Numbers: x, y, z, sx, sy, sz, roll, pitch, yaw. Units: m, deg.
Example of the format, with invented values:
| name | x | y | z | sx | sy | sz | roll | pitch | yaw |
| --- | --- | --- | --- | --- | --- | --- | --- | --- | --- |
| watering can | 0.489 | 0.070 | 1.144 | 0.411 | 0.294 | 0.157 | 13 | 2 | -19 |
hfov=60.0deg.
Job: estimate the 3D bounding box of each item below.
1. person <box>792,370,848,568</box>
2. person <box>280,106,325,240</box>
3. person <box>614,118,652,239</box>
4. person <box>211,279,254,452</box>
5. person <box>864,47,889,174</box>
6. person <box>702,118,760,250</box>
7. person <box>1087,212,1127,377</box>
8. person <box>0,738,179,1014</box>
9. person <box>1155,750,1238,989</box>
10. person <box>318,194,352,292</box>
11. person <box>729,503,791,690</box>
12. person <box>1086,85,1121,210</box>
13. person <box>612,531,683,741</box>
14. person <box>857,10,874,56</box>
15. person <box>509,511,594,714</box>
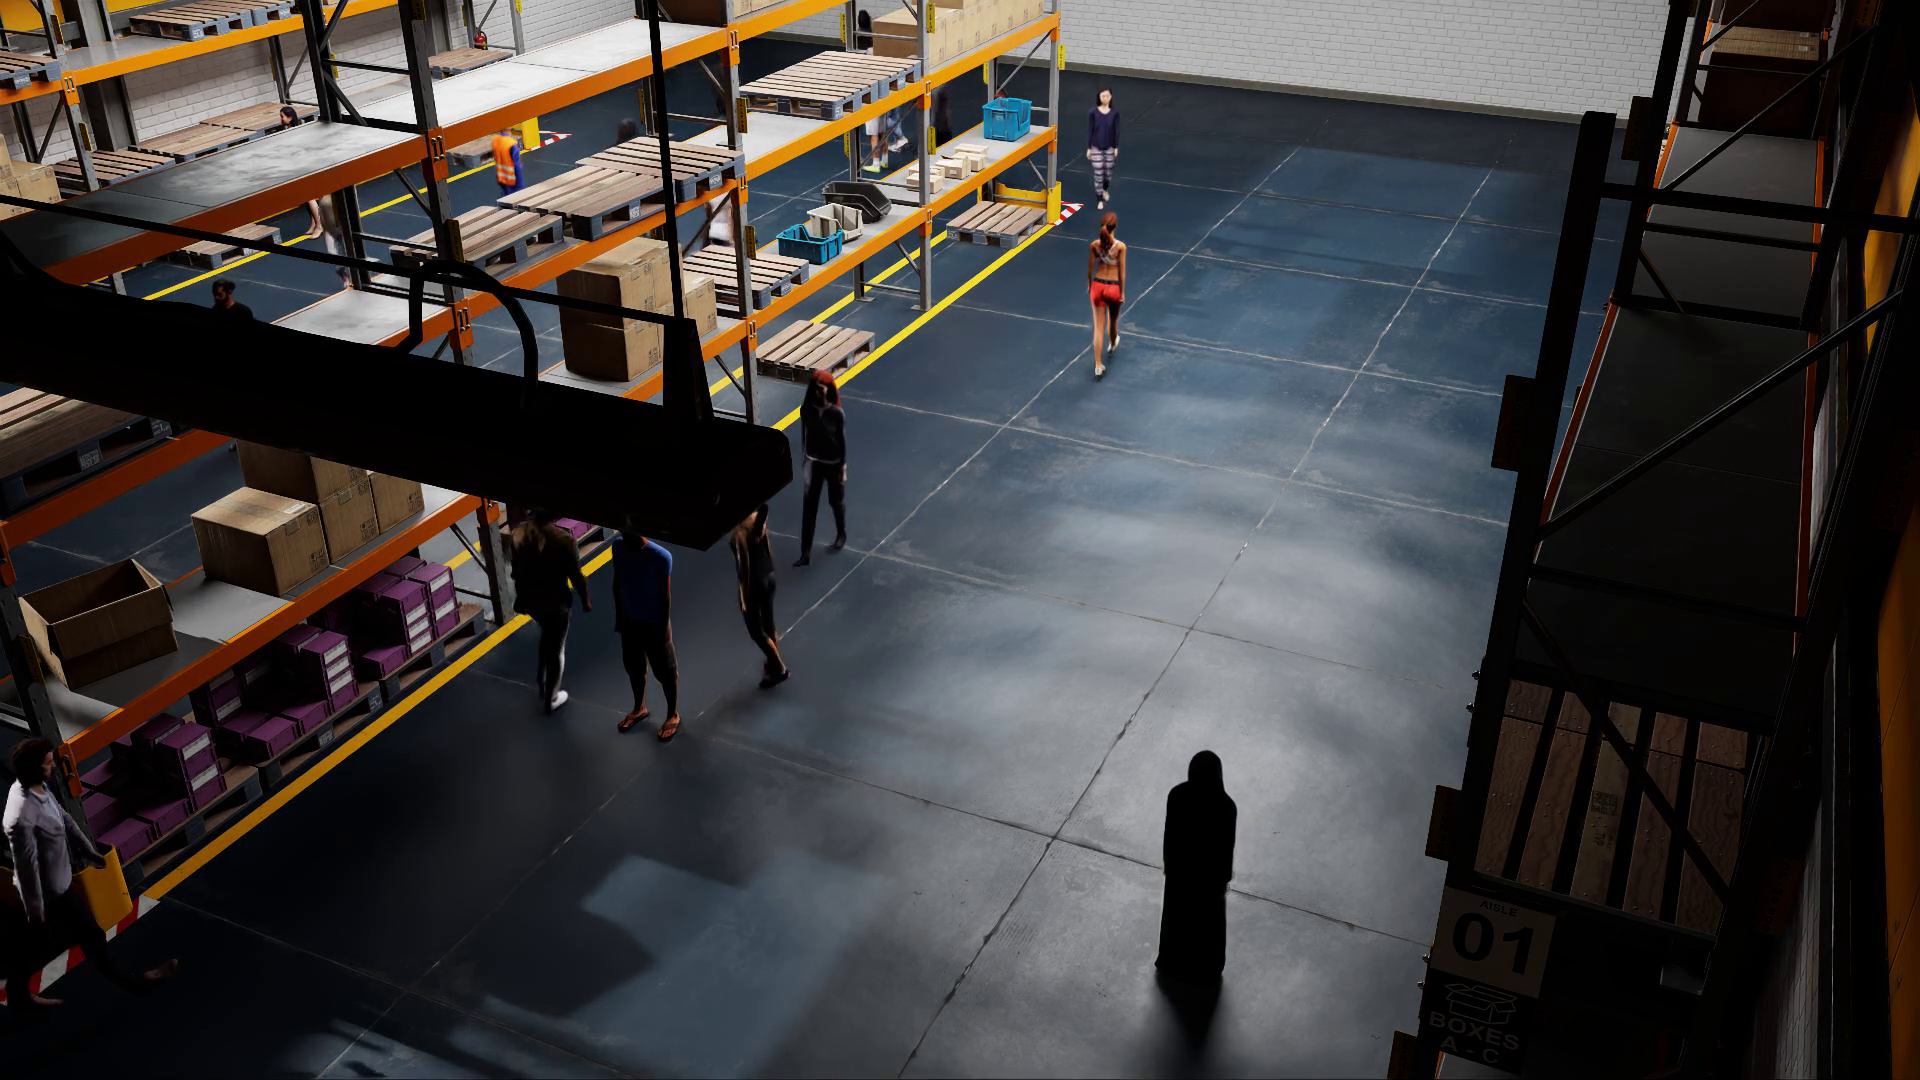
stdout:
| name | x | y | z | sx | sy | sz | roll | pitch | yaw |
| --- | --- | --- | --- | --- | --- | --- | --- | --- | --- |
| person | -1.134 | -0.664 | 14.473 | 0.699 | 1.740 | 1.069 | 9 | 30 | 16 |
| person | -8.814 | -4.917 | 22.239 | 0.807 | 1.769 | 0.778 | -17 | 33 | -28 |
| person | -4.357 | -4.663 | 21.866 | 0.592 | 1.680 | 1.007 | 13 | 31 | 22 |
| person | -7.081 | -1.762 | 16.475 | 0.714 | 1.751 | 0.728 | 5 | 29 | 9 |
| person | -1.274 | -6.478 | 25.031 | 0.712 | 1.836 | 0.501 | 16 | 32 | 27 |
| person | -3.129 | -4.428 | 21.295 | 0.877 | 1.814 | 1.226 | 20 | 34 | 32 |
| person | 1.568 | -2.642 | 18.093 | 0.723 | 1.746 | 1.189 | 8 | 30 | 14 |
| person | -5.348 | 1.992 | 9.559 | 1.280 | 1.782 | 1.177 | -10 | 30 | -17 |
| person | 1.422 | 1.923 | 9.860 | 0.611 | 1.616 | 0.602 | 15 | 32 | 25 |
| person | -7.503 | -3.769 | 20.210 | 0.688 | 1.697 | 0.666 | 4 | 29 | 7 |
| person | -1.532 | 0.364 | 12.613 | 0.792 | 1.716 | 0.523 | 17 | 33 | 29 |
| person | 2.004 | -5.560 | 23.463 | 0.736 | 1.725 | 0.801 | 1 | 29 | 2 |
| person | -2.291 | 0.560 | 12.100 | 0.655 | 1.863 | 0.564 | 11 | 31 | 20 |
| person | -1.604 | -8.031 | 28.061 | 1.118 | 1.661 | 1.029 | -17 | 33 | -28 |
| person | -3.076 | 0.508 | 12.258 | 0.753 | 1.804 | 0.656 | 9 | 30 | 15 |
